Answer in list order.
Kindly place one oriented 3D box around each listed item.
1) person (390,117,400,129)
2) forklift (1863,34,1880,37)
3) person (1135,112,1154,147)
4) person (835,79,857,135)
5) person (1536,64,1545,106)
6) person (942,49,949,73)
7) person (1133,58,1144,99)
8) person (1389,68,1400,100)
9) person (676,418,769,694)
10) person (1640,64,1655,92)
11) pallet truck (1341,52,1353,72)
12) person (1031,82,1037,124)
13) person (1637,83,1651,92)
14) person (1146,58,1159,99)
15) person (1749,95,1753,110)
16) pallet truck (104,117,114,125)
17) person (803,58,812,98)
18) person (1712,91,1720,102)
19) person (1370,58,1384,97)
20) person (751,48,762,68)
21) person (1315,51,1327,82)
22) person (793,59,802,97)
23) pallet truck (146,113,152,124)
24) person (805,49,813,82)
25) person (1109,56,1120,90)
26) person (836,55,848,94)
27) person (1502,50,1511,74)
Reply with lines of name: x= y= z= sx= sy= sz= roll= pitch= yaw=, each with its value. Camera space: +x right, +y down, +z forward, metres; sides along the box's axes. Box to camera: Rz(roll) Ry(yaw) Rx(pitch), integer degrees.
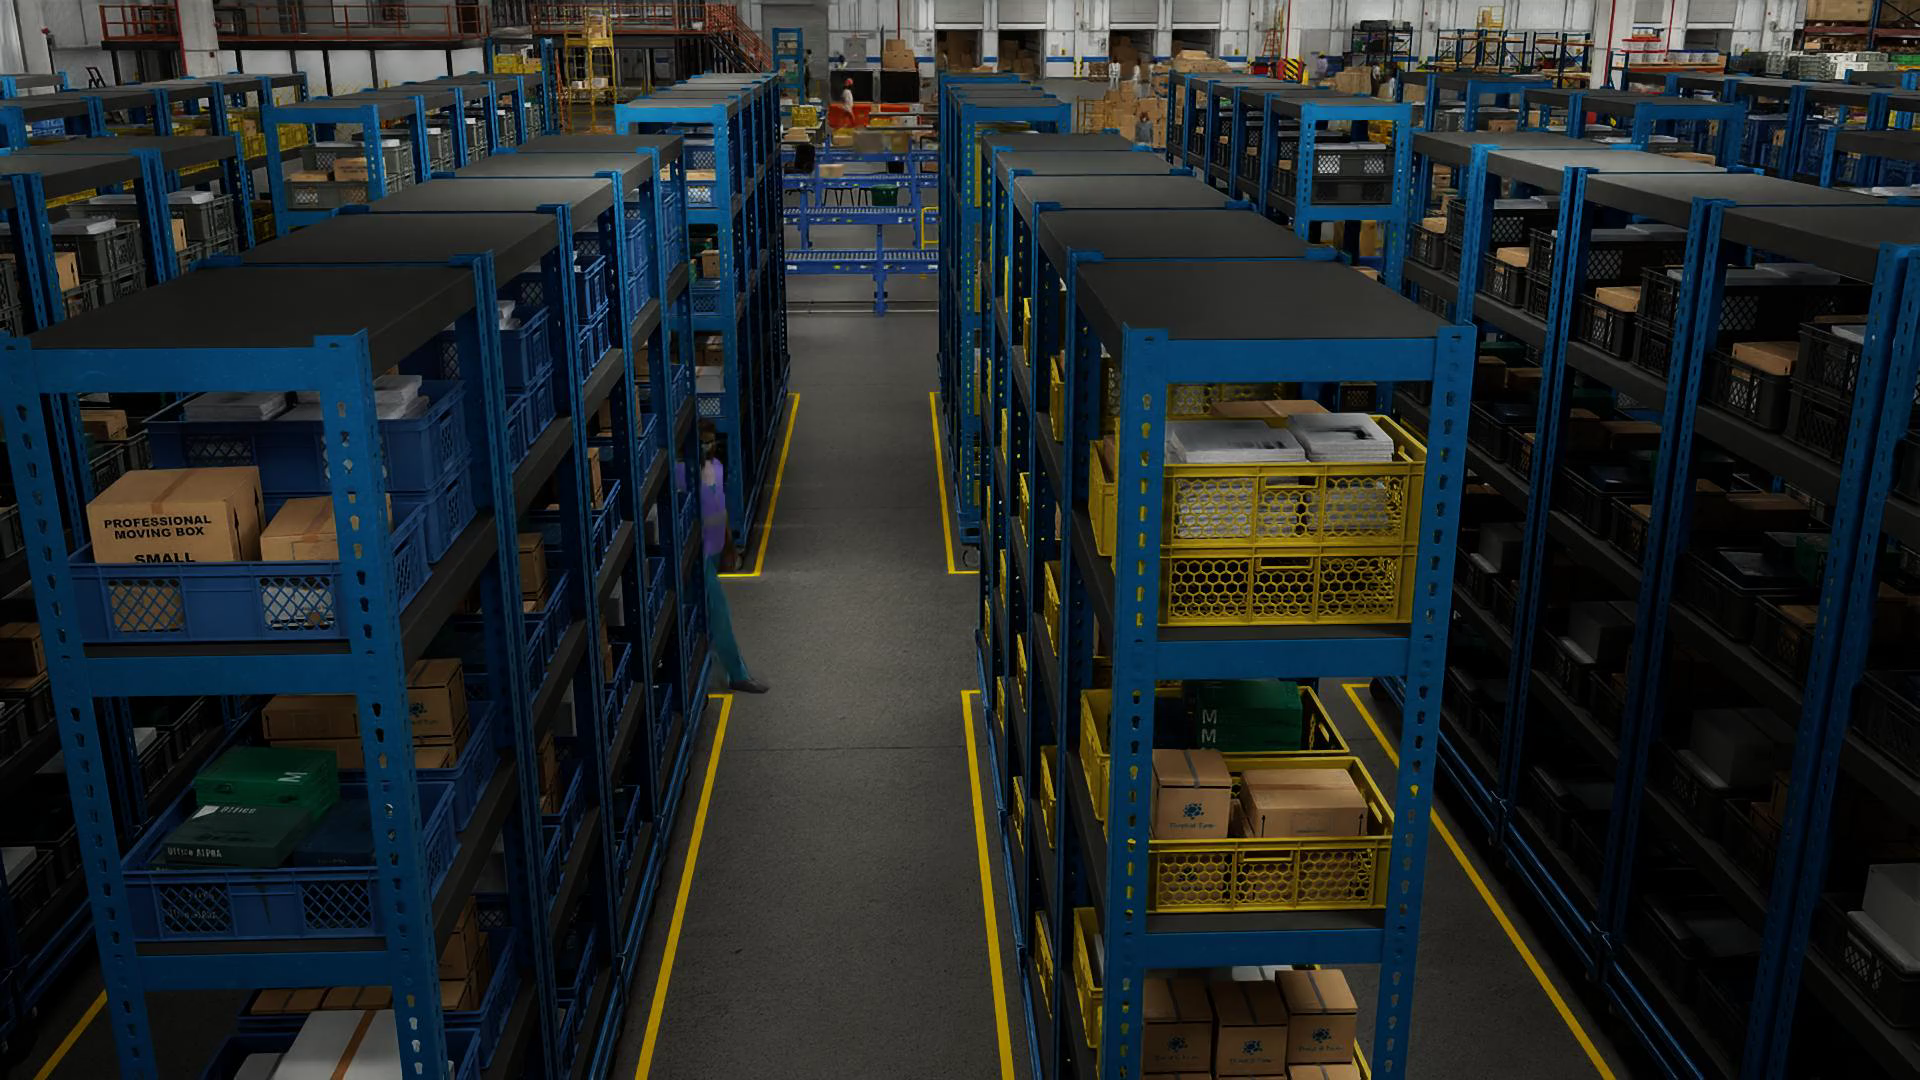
person: x=-18.044 y=-13.544 z=52.995 sx=0.486 sy=1.744 sz=0.294 roll=7 pitch=19 yaw=20
forklift: x=44.123 y=-23.231 z=81.154 sx=1.129 sy=2.768 sz=1.873 roll=-1 pitch=18 yaw=-2
person: x=4.807 y=-10.399 z=43.501 sx=0.519 sy=1.595 sz=0.718 roll=-3 pitch=18 yaw=-9
person: x=-3.698 y=-14.003 z=54.098 sx=1.025 sy=1.950 sz=0.642 roll=4 pitch=18 yaw=13
person: x=24.115 y=-18.863 z=69.278 sx=0.528 sy=1.859 sz=0.332 roll=-9 pitch=20 yaw=-25
person: x=-0.828 y=-26.552 z=93.141 sx=0.996 sy=1.822 sz=0.544 roll=6 pitch=19 yaw=17
person: x=8.095 y=-21.238 z=76.623 sx=0.793 sy=1.868 sz=0.592 roll=1 pitch=18 yaw=4
person: x=16.325 y=-16.862 z=62.937 sx=0.783 sy=1.945 sz=0.611 roll=0 pitch=18 yaw=-1
person: x=-1.706 y=0.078 z=10.747 sx=0.941 sy=1.807 sz=0.579 roll=6 pitch=19 yaw=19
person: x=33.205 y=-22.344 z=80.160 sx=0.976 sy=1.789 sz=0.654 roll=12 pitch=22 yaw=33
pallet truck: x=18.794 y=-23.123 z=82.231 sx=0.823 sy=1.965 sz=1.885 roll=-13 pitch=22 yaw=-35
person: x=2.340 y=-14.255 z=55.102 sx=0.793 sy=1.805 sz=0.602 roll=-6 pitch=19 yaw=-18
person: x=25.006 y=-16.049 z=60.916 sx=0.520 sy=1.639 sz=0.309 roll=1 pitch=18 yaw=2
person: x=8.917 y=-21.120 z=76.216 sx=1.039 sy=1.894 sz=0.623 roll=-13 pitch=22 yaw=-34
person: x=27.311 y=-15.277 z=58.100 sx=0.938 sy=1.898 sz=0.634 roll=2 pitch=18 yaw=6
pallet truck: x=-18.367 y=-7.885 z=35.078 sx=1.885 sy=1.965 sz=0.823 roll=1 pitch=18 yaw=2
person: x=-7.254 y=-21.587 z=77.771 sx=0.505 sy=1.807 sz=0.866 roll=-11 pitch=21 yaw=-31
person: x=21.461 y=-11.961 z=47.638 sx=0.631 sy=2.024 sz=0.451 roll=4 pitch=18 yaw=13
person: x=17.920 y=-19.666 z=71.465 sx=0.538 sy=2.000 sz=0.689 roll=-2 pitch=18 yaw=-5
person: x=-11.232 y=-26.170 z=91.789 sx=0.592 sy=1.916 sz=0.375 roll=-7 pitch=19 yaw=-20
person: x=18.524 y=-24.077 z=85.312 sx=0.626 sy=1.912 sz=0.416 roll=16 pitch=24 yaw=40
person: x=-7.507 y=-21.318 z=76.743 sx=0.367 sy=1.933 sz=0.553 roll=7 pitch=19 yaw=20
pallet truck: x=-18.087 y=-8.309 z=36.390 sx=1.885 sy=1.965 sz=0.823 roll=-1 pitch=18 yaw=-4
person: x=-8.513 y=-26.658 z=93.444 sx=0.491 sy=1.823 sz=0.643 roll=1 pitch=18 yaw=5
person: x=7.308 y=-21.909 z=78.678 sx=0.574 sy=1.876 sz=0.354 roll=-5 pitch=19 yaw=-15
person: x=-5.705 y=-22.440 z=80.278 sx=0.592 sy=1.903 sz=0.523 roll=-4 pitch=18 yaw=-12
person: x=28.341 y=-24.473 z=86.502 sx=0.372 sy=1.941 sz=0.627 roll=-6 pitch=19 yaw=-17
